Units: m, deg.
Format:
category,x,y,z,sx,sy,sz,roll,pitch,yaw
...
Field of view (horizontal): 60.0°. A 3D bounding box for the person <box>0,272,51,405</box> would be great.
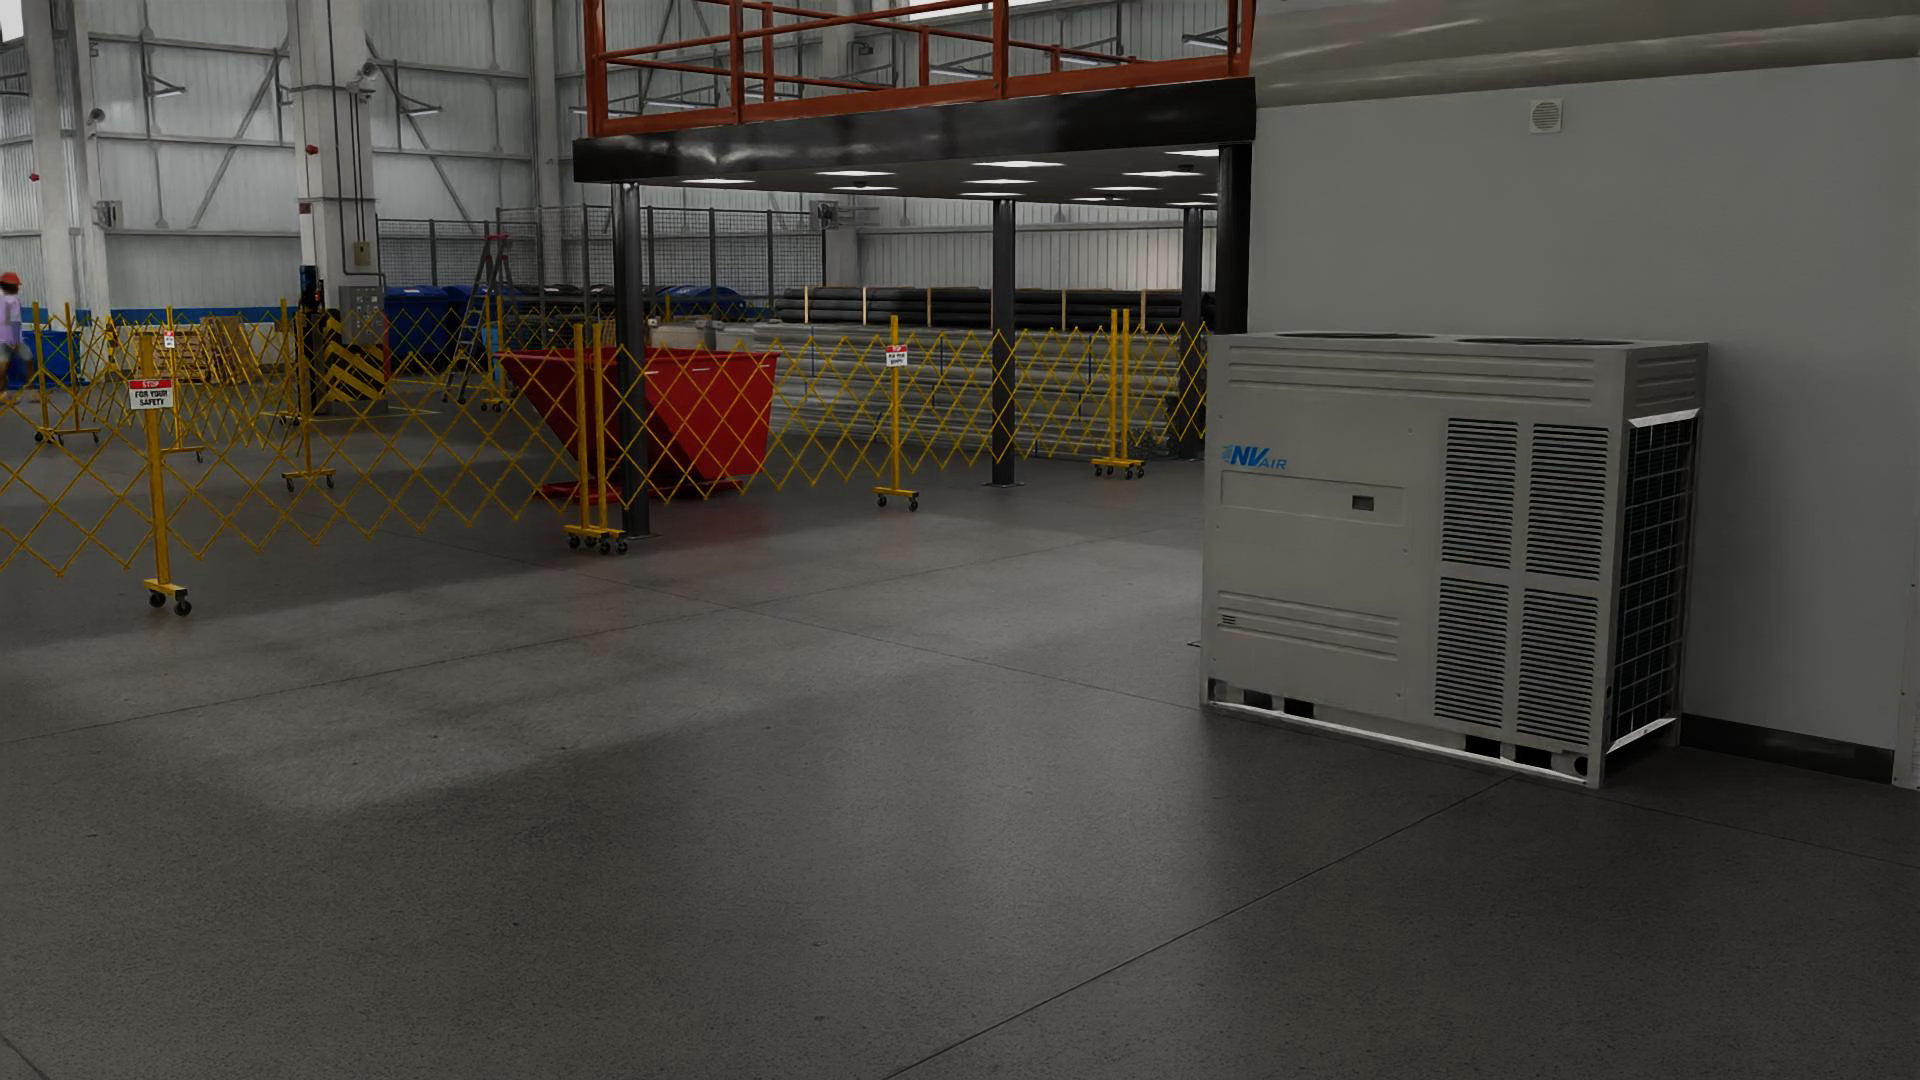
category,x,y,z,sx,sy,sz,roll,pitch,yaw
person,-14.424,-3.077,25.471,0.615,2.011,0.862,4,10,24
